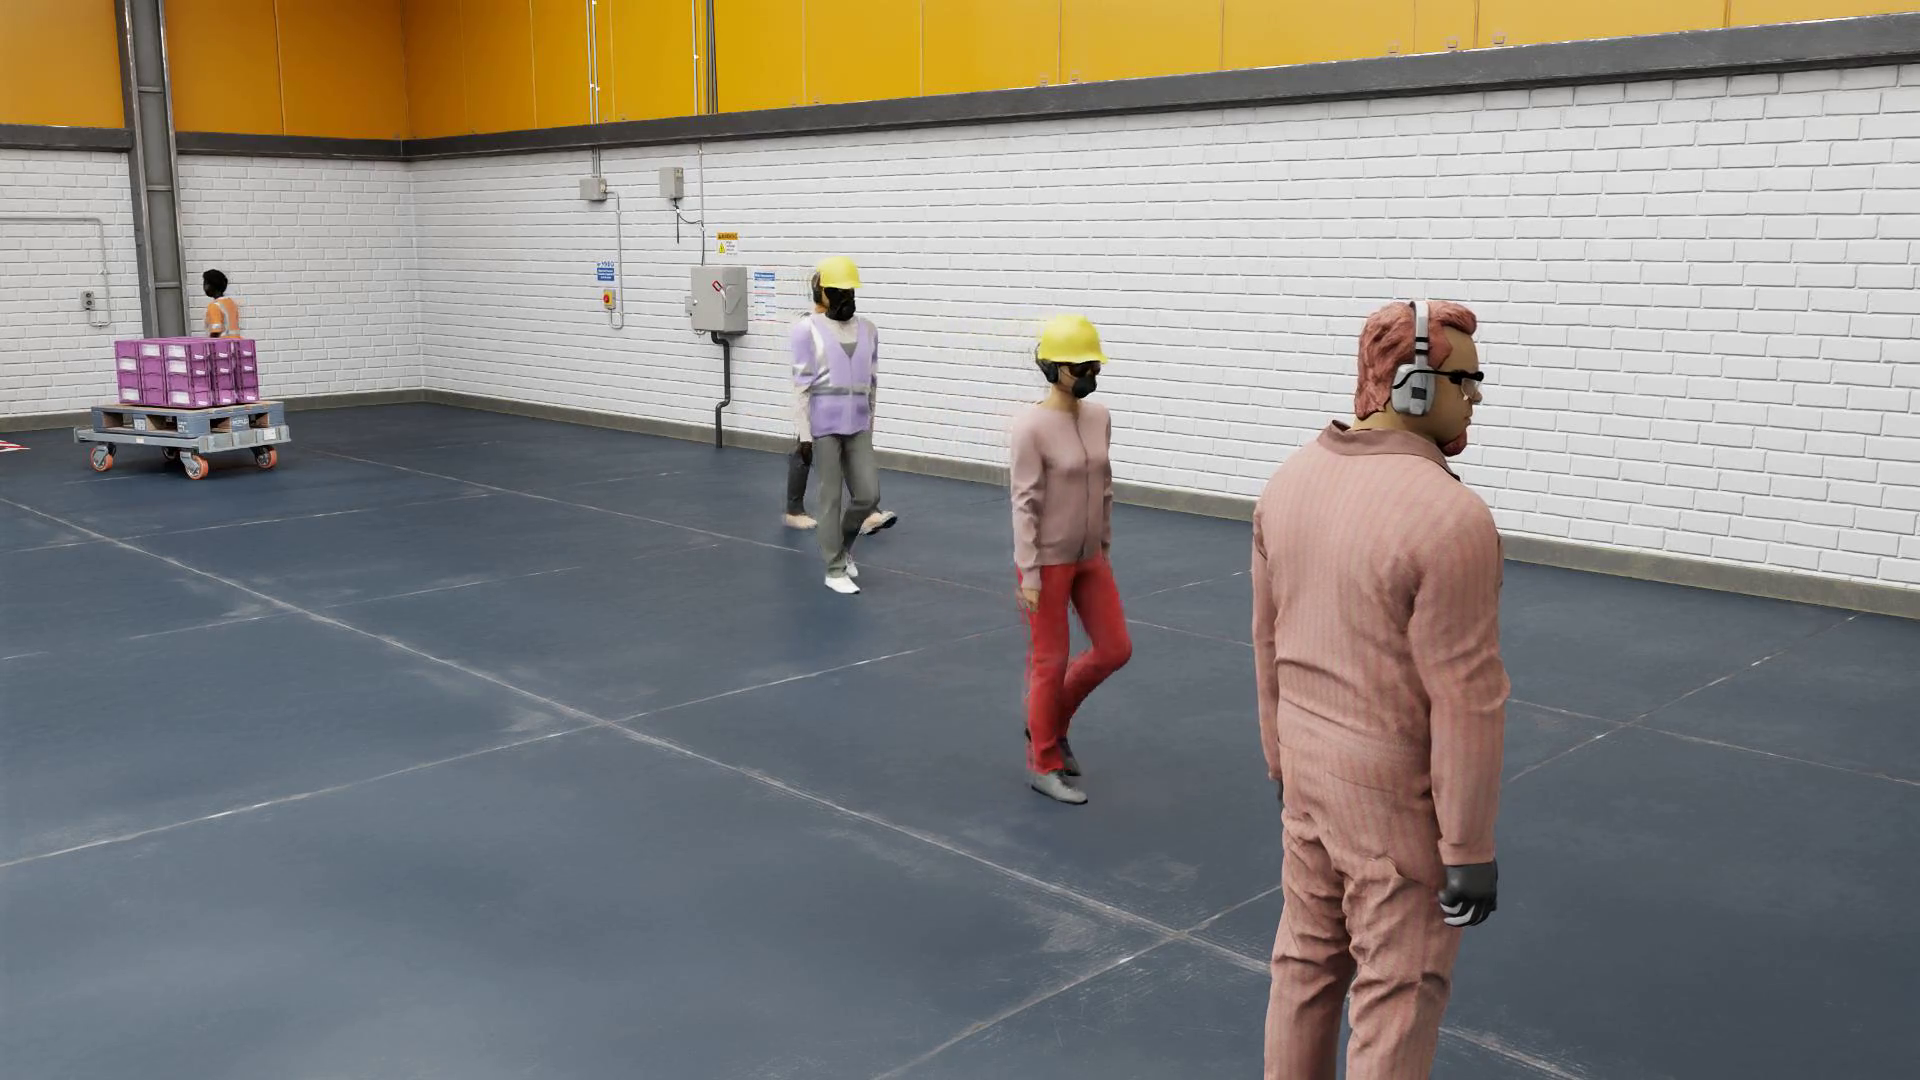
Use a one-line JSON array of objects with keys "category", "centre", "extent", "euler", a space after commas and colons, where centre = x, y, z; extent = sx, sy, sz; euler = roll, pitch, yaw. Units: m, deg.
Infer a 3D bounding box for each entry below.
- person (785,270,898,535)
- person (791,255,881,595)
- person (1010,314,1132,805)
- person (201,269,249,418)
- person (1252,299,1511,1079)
[{"category": "person", "centre": [-0.875, -0.919, 11.229], "extent": [0.972, 1.790, 0.537], "euler": [8, 13, 39]}, {"category": "person", "centre": [-0.685, -0.645, 9.410], "extent": [0.595, 1.912, 0.439], "euler": [-7, 12, -34]}, {"category": "person", "centre": [0.391, 0.077, 5.907], "extent": [0.368, 1.750, 0.542], "euler": [10, 14, 43]}, {"category": "person", "centre": [-7.267, -1.834, 16.515], "extent": [0.375, 1.684, 0.620], "euler": [-1, 10, -5]}, {"category": "person", "centre": [0.838, 0.489, 3.251], "extent": [0.403, 1.903, 0.652], "euler": [-4, 11, -22]}]
